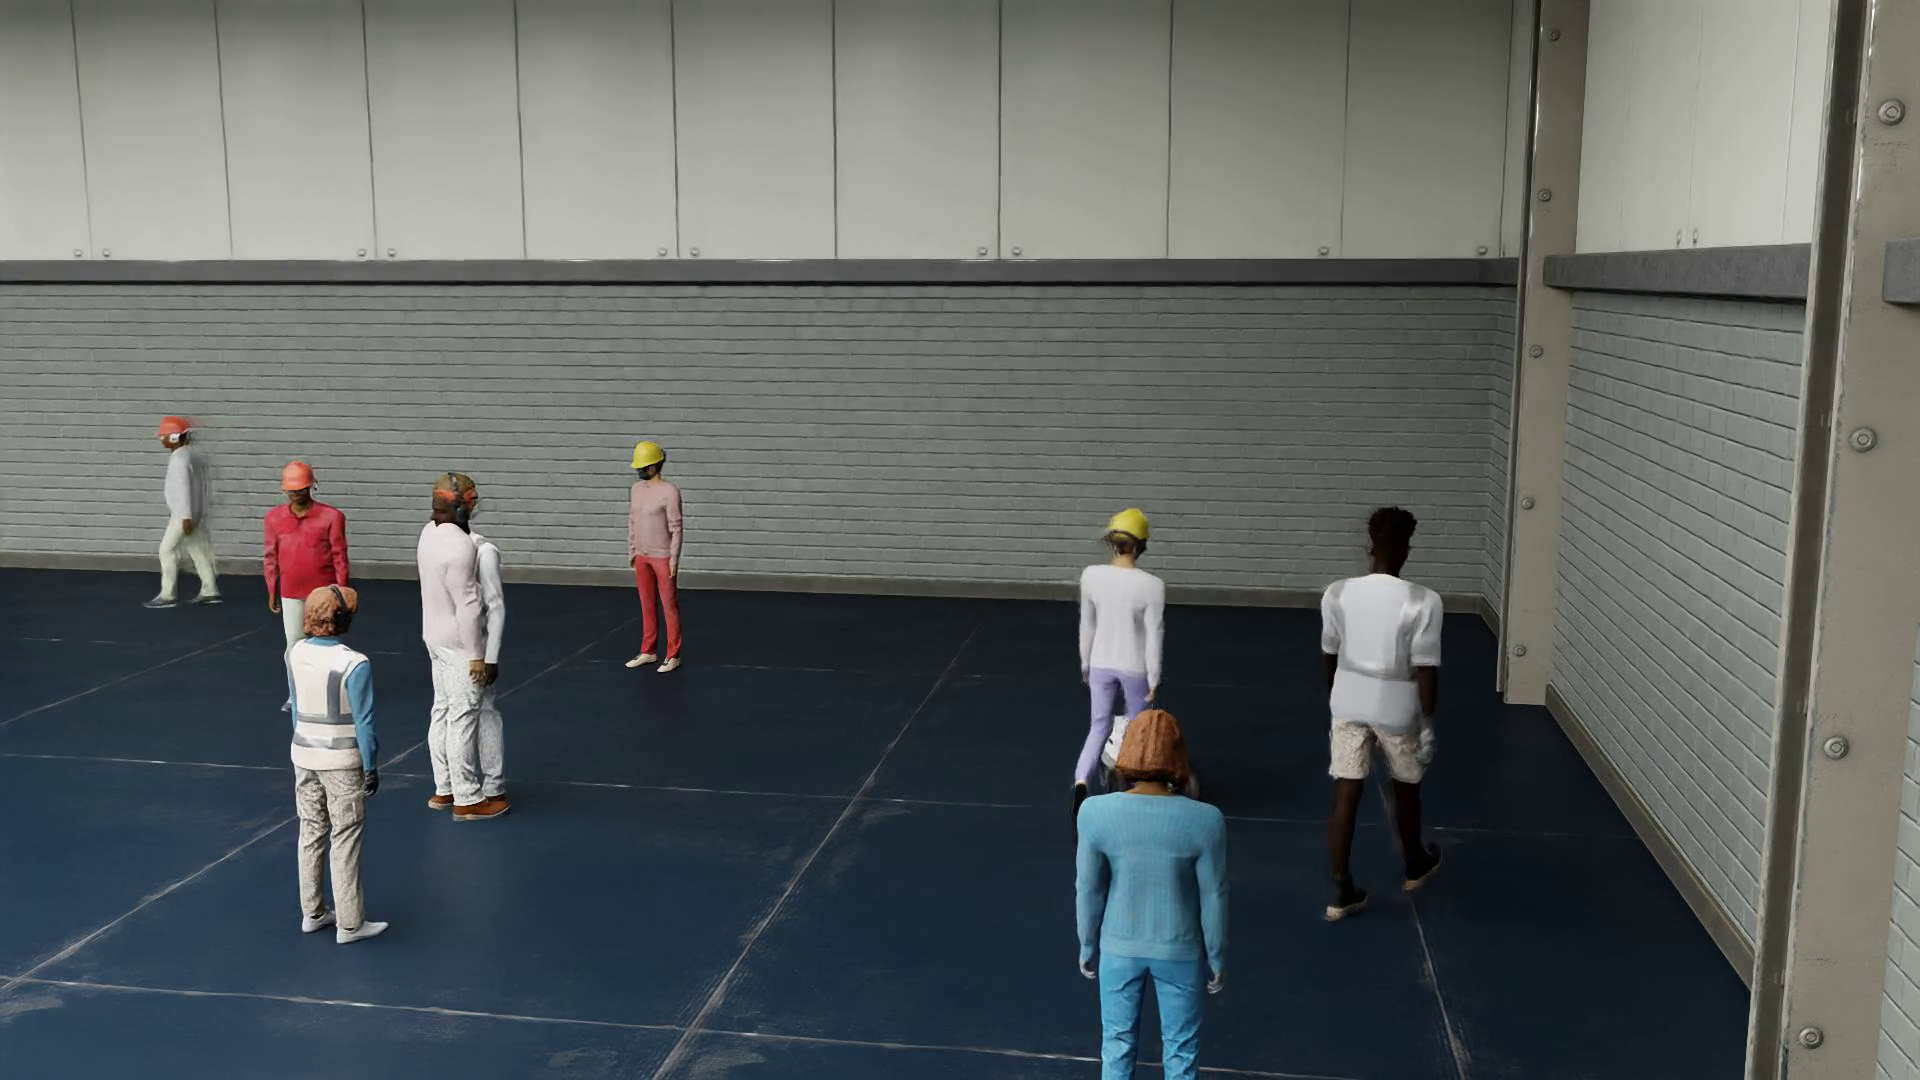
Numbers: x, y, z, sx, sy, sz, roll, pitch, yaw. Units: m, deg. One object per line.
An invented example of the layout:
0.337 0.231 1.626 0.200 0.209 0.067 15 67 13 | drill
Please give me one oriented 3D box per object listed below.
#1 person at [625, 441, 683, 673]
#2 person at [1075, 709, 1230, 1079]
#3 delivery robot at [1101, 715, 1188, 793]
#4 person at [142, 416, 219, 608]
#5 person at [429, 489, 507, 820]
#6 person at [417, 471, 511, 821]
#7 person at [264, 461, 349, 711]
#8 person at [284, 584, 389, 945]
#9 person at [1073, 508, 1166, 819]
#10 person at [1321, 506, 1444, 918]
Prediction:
-2.322 0.126 12.590 0.524 1.760 0.326 7 11 35 | person
0.624 1.350 5.422 0.498 1.633 0.279 2 10 15 | person
1.037 1.185 9.469 0.477 0.478 0.707 -2 9 -11 | delivery robot
-7.098 -0.247 14.987 0.732 1.723 0.594 -3 10 -18 | person
-2.747 0.606 9.238 0.583 1.882 0.337 8 12 40 | person
-2.778 0.583 9.217 0.366 1.939 0.632 -7 11 -35 | person
-4.494 0.324 11.426 0.563 1.743 0.358 0 9 -3 | person
-2.835 1.011 7.531 0.509 1.629 0.316 5 10 27 | person
0.857 0.698 9.088 0.521 1.741 0.662 5 10 27 | person
2.054 0.790 7.967 0.624 1.916 0.944 6 11 34 | person
